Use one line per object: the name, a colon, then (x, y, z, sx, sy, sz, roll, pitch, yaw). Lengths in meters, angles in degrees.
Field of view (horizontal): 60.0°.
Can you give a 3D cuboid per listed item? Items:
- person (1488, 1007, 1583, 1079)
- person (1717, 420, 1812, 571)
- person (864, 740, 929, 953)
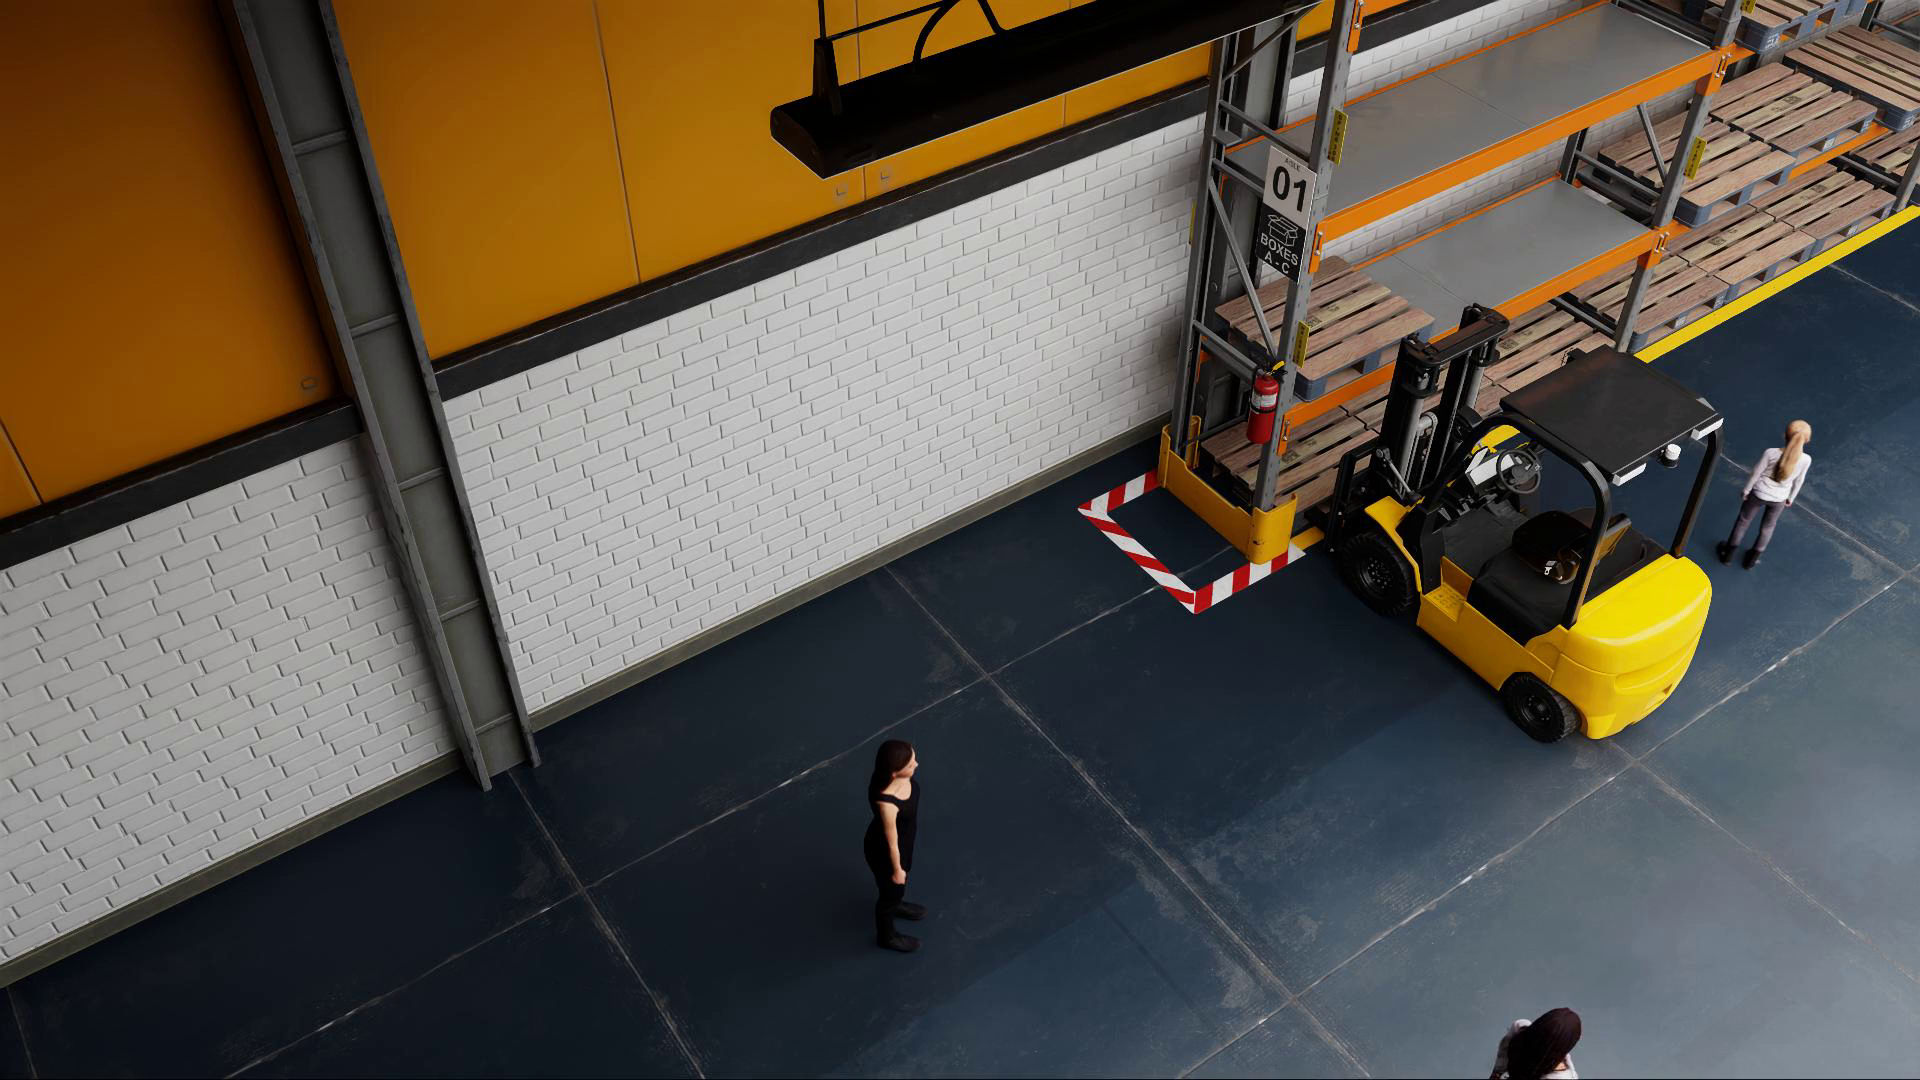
person: (2.678, 2.826, 8.097, 1.129, 1.597, 0.829, -11, 45, -12)
person: (5.651, -0.309, 11.620, 0.588, 1.277, 0.640, 11, 45, 11)
person: (-0.372, 1.686, 9.227, 0.728, 1.688, 0.672, 6, 44, 6)
